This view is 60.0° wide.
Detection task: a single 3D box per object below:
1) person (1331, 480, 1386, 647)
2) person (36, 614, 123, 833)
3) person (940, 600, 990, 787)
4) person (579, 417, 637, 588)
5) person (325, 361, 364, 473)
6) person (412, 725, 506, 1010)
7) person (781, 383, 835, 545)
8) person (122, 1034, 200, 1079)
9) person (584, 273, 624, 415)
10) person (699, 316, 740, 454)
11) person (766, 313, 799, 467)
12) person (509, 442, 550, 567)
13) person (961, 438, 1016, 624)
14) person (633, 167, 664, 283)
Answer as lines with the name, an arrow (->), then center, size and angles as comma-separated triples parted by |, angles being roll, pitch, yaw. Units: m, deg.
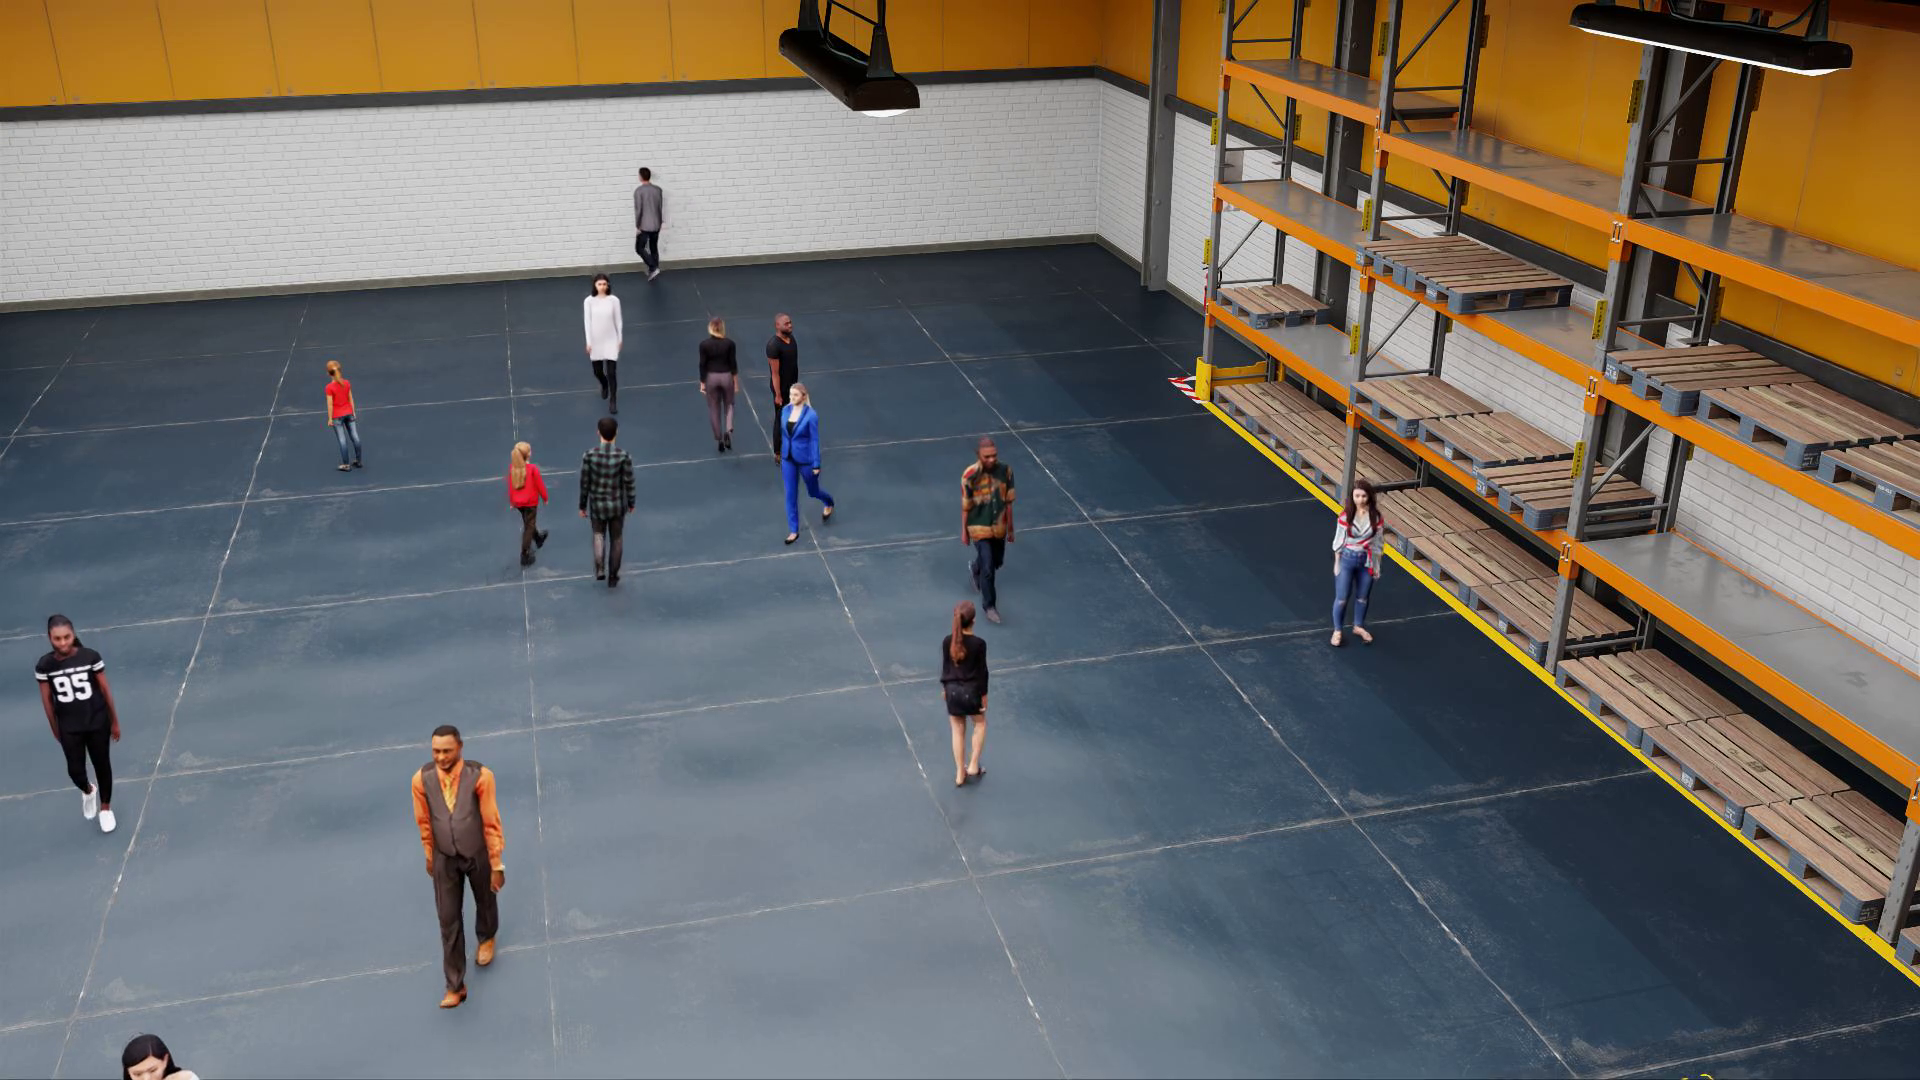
person -> 3.634, 0.193, 15.142 | 0.689, 1.610, 0.686 | -1, 24, -3
person -> -6.521, 1.340, 12.381 | 0.693, 1.720, 0.753 | -12, 26, -25
person -> 0.017, 1.213, 12.888 | 0.649, 1.546, 0.688 | 5, 24, 11
person -> -3.426, -0.327, 16.075 | 0.760, 1.700, 0.677 | -3, 24, -7
person -> -7.143, -1.442, 19.257 | 0.617, 1.308, 0.574 | 20, 31, 38
person -> -3.171, 1.978, 10.733 | 0.866, 1.871, 1.216 | -1, 24, -3
person -> -1.620, -0.839, 17.420 | 1.052, 1.676, 1.141 | 12, 26, 25
person -> -3.855, 3.150, 8.171 | 0.710, 1.774, 0.711 | -12, 26, -26
person -> -4.499, -2.517, 21.107 | 0.666, 1.797, 0.848 | -4, 24, -9
person -> -2.819, -1.794, 19.624 | 0.604, 1.660, 0.641 | -5, 24, -12
person -> -2.041, -1.756, 19.338 | 0.807, 1.820, 0.723 | 10, 26, 23
person -> -4.409, -0.348, 16.827 | 0.805, 1.251, 0.962 | 7, 25, 15
person -> 0.234, -0.153, 15.718 | 0.782, 1.781, 1.078 | -11, 26, -23
person -> -4.991, -5.070, 26.871 | 0.943, 1.858, 1.057 | -20, 31, -38
